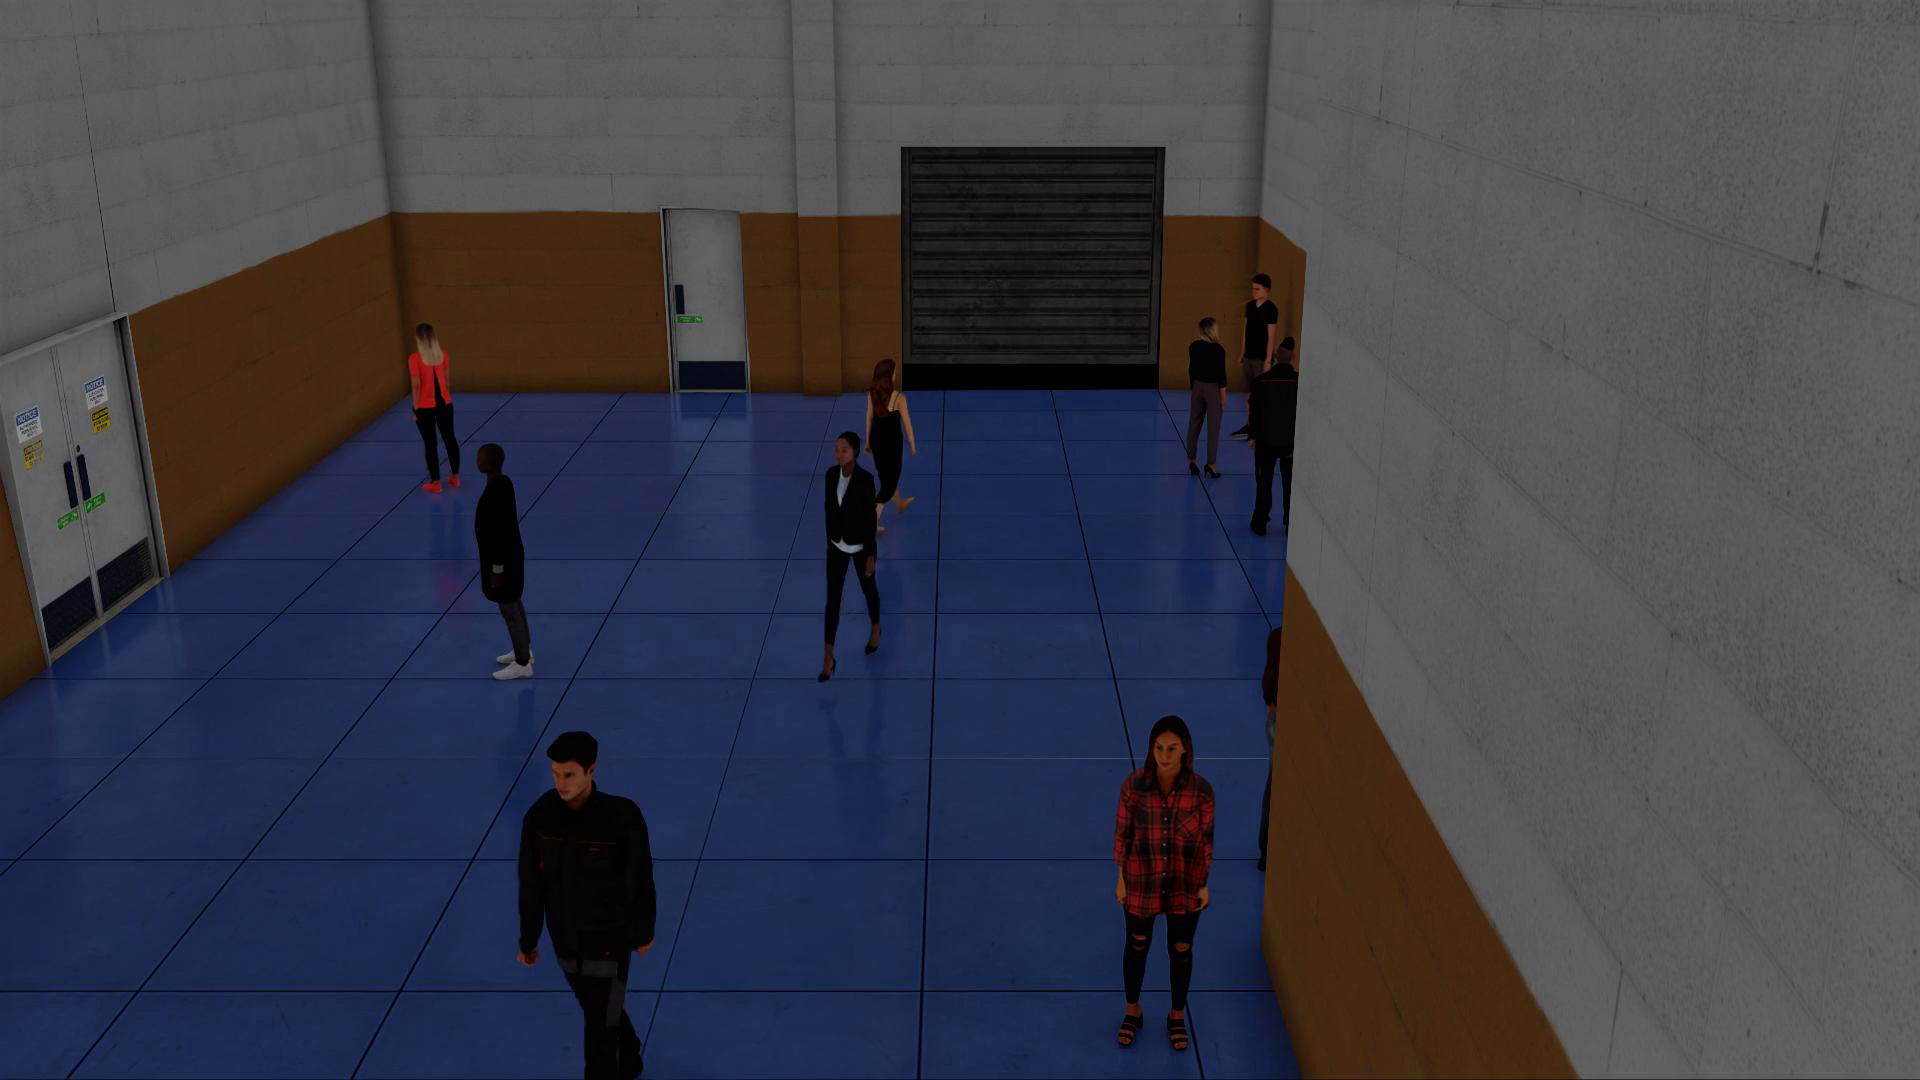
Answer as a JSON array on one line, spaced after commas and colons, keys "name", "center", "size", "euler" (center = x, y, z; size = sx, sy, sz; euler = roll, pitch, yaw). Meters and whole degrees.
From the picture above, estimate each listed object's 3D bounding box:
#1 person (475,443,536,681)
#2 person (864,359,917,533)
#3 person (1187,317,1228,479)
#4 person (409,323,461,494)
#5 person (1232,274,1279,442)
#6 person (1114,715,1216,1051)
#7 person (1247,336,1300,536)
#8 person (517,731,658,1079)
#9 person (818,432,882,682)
[{"name": "person", "center": [-3.305, 0.143, 12.107], "size": [0.593, 1.761, 0.675], "euler": [-3, 19, -7]}, {"name": "person", "center": [-0.718, -0.823, 15.259], "size": [1.098, 1.578, 1.033], "euler": [12, 22, 31]}, {"name": "person", "center": [2.514, -1.457, 16.988], "size": [0.670, 1.674, 0.739], "euler": [16, 25, 40]}, {"name": "person", "center": [-5.239, -1.324, 16.567], "size": [0.723, 1.692, 0.676], "euler": [16, 24, 38]}, {"name": "person", "center": [3.327, -2.025, 18.386], "size": [0.756, 1.857, 0.767], "euler": [-9, 21, -25]}, {"name": "person", "center": [0.960, 1.613, 7.839], "size": [0.533, 1.703, 0.707], "euler": [3, 19, 8]}, {"name": "person", "center": [2.919, -0.961, 15.185], "size": [0.565, 1.861, 0.837], "euler": [1, 19, 4]}, {"name": "person", "center": [-1.575, 1.675, 7.325], "size": [1.128, 1.913, 0.979], "euler": [6, 20, 18]}, {"name": "person", "center": [-0.741, 0.101, 12.199], "size": [1.143, 1.781, 1.002], "euler": [8, 20, 23]}]
